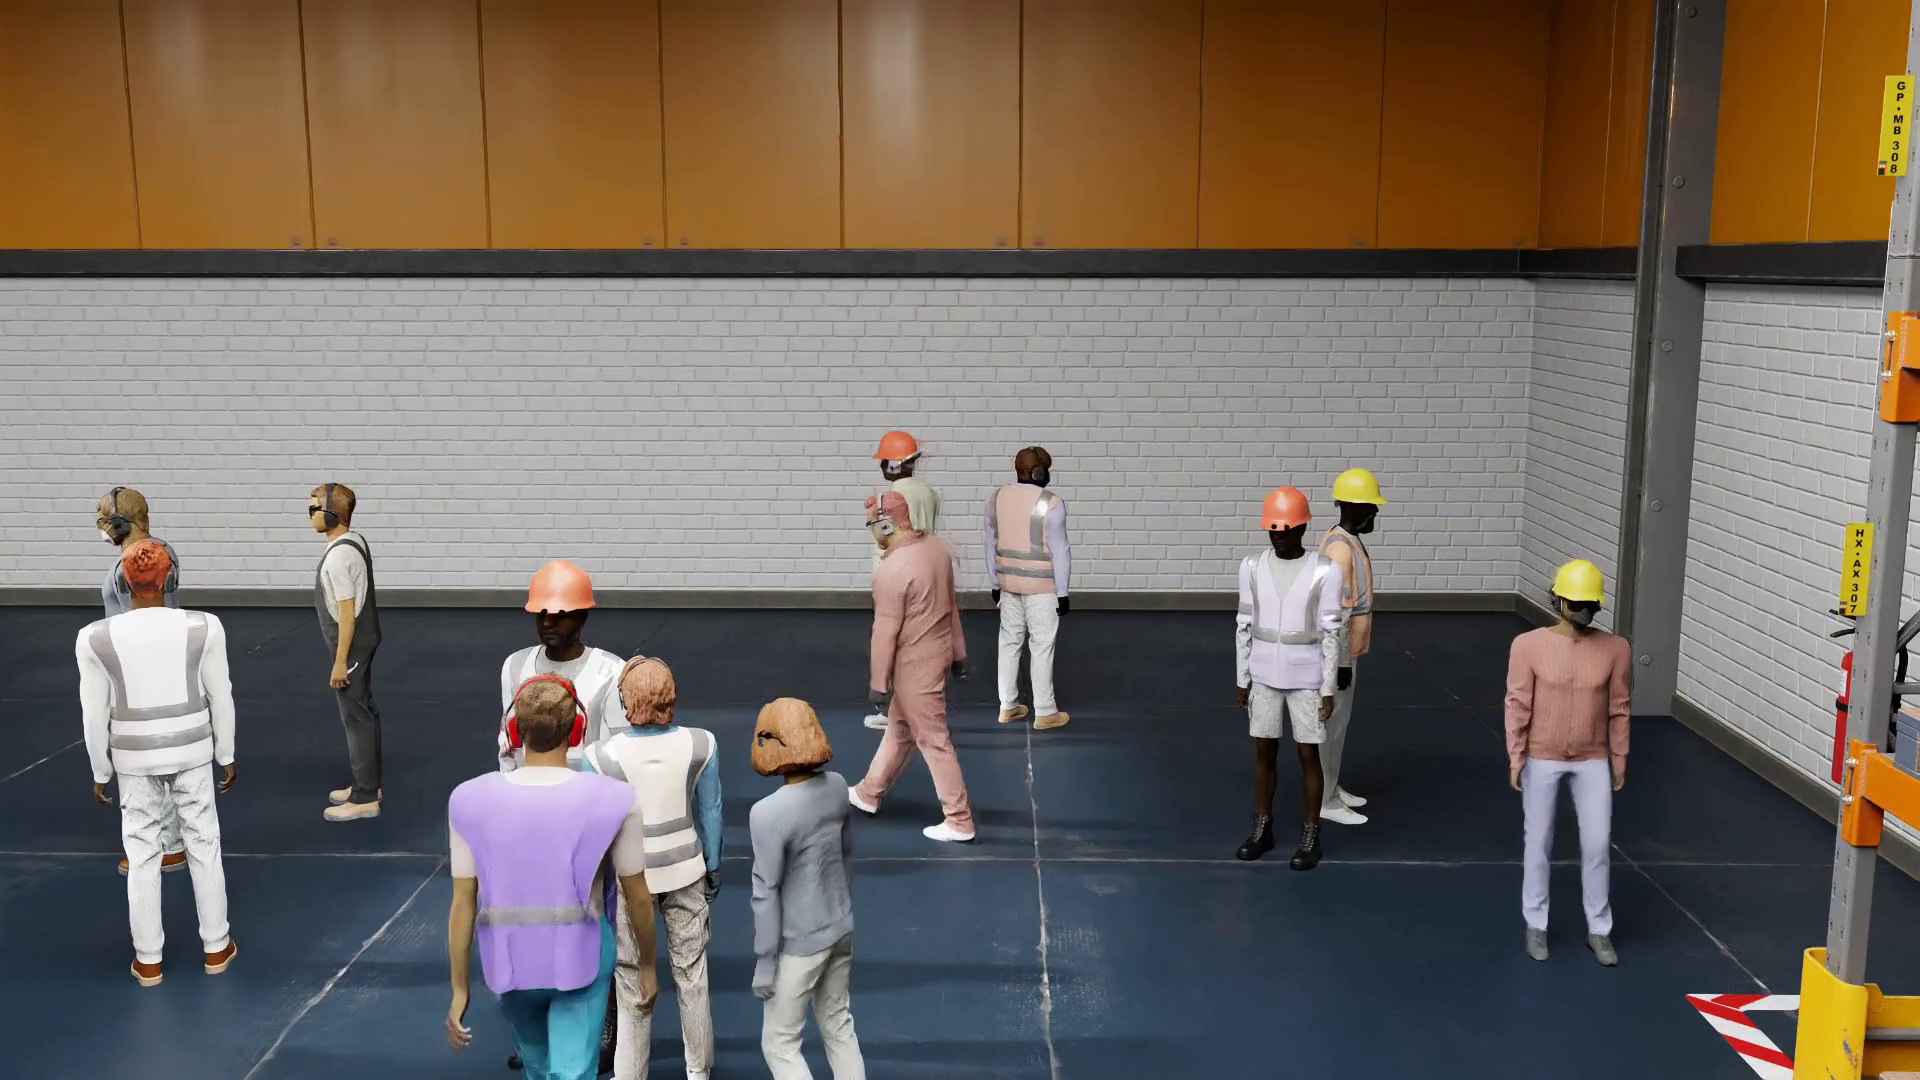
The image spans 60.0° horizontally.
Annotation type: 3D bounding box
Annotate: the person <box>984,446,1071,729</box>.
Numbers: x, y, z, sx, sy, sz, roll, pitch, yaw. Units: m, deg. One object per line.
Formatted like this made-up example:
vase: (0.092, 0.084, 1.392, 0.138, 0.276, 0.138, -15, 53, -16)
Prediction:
person: (0.464, 0.306, 10.841, 0.635, 1.840, 0.429, 7, 12, 37)

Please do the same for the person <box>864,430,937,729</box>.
person: (-0.365, 0.288, 10.519, 0.650, 1.980, 0.639, 6, 11, 33)

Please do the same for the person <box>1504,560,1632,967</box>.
person: (2.625, 0.956, 7.198, 0.543, 1.765, 0.362, 1, 10, 7)

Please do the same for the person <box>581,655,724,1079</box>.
person: (-1.092, 1.222, 5.950, 0.523, 1.640, 0.306, -5, 11, -26)

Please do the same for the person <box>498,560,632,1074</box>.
person: (-1.464, 1.029, 6.205, 0.543, 1.942, 0.354, 2, 10, 10)

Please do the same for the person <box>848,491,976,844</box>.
person: (-0.324, 0.659, 8.730, 0.983, 1.840, 0.714, 4, 10, 22)

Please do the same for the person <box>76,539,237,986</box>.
person: (-3.344, 0.929, 6.982, 0.574, 1.882, 0.356, -5, 11, -26)

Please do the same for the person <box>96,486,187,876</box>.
person: (-4.039, 0.692, 8.253, 0.371, 1.934, 0.627, -2, 10, -12)

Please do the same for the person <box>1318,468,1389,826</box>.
person: (2.101, 0.565, 9.030, 0.376, 1.925, 0.594, 2, 10, 14)

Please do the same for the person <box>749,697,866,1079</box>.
person: (-0.494, 1.321, 5.458, 0.393, 1.609, 0.521, 5, 11, 28)

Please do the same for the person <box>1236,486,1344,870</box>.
person: (1.620, 0.686, 8.307, 0.540, 1.929, 0.382, 5, 11, 28)

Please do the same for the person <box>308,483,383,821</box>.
person: (-3.338, 0.602, 9.048, 0.351, 1.847, 0.507, -2, 10, -10)

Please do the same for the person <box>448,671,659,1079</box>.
person: (-1.226, 1.285, 5.093, 0.590, 1.792, 0.990, 0, 9, 0)
